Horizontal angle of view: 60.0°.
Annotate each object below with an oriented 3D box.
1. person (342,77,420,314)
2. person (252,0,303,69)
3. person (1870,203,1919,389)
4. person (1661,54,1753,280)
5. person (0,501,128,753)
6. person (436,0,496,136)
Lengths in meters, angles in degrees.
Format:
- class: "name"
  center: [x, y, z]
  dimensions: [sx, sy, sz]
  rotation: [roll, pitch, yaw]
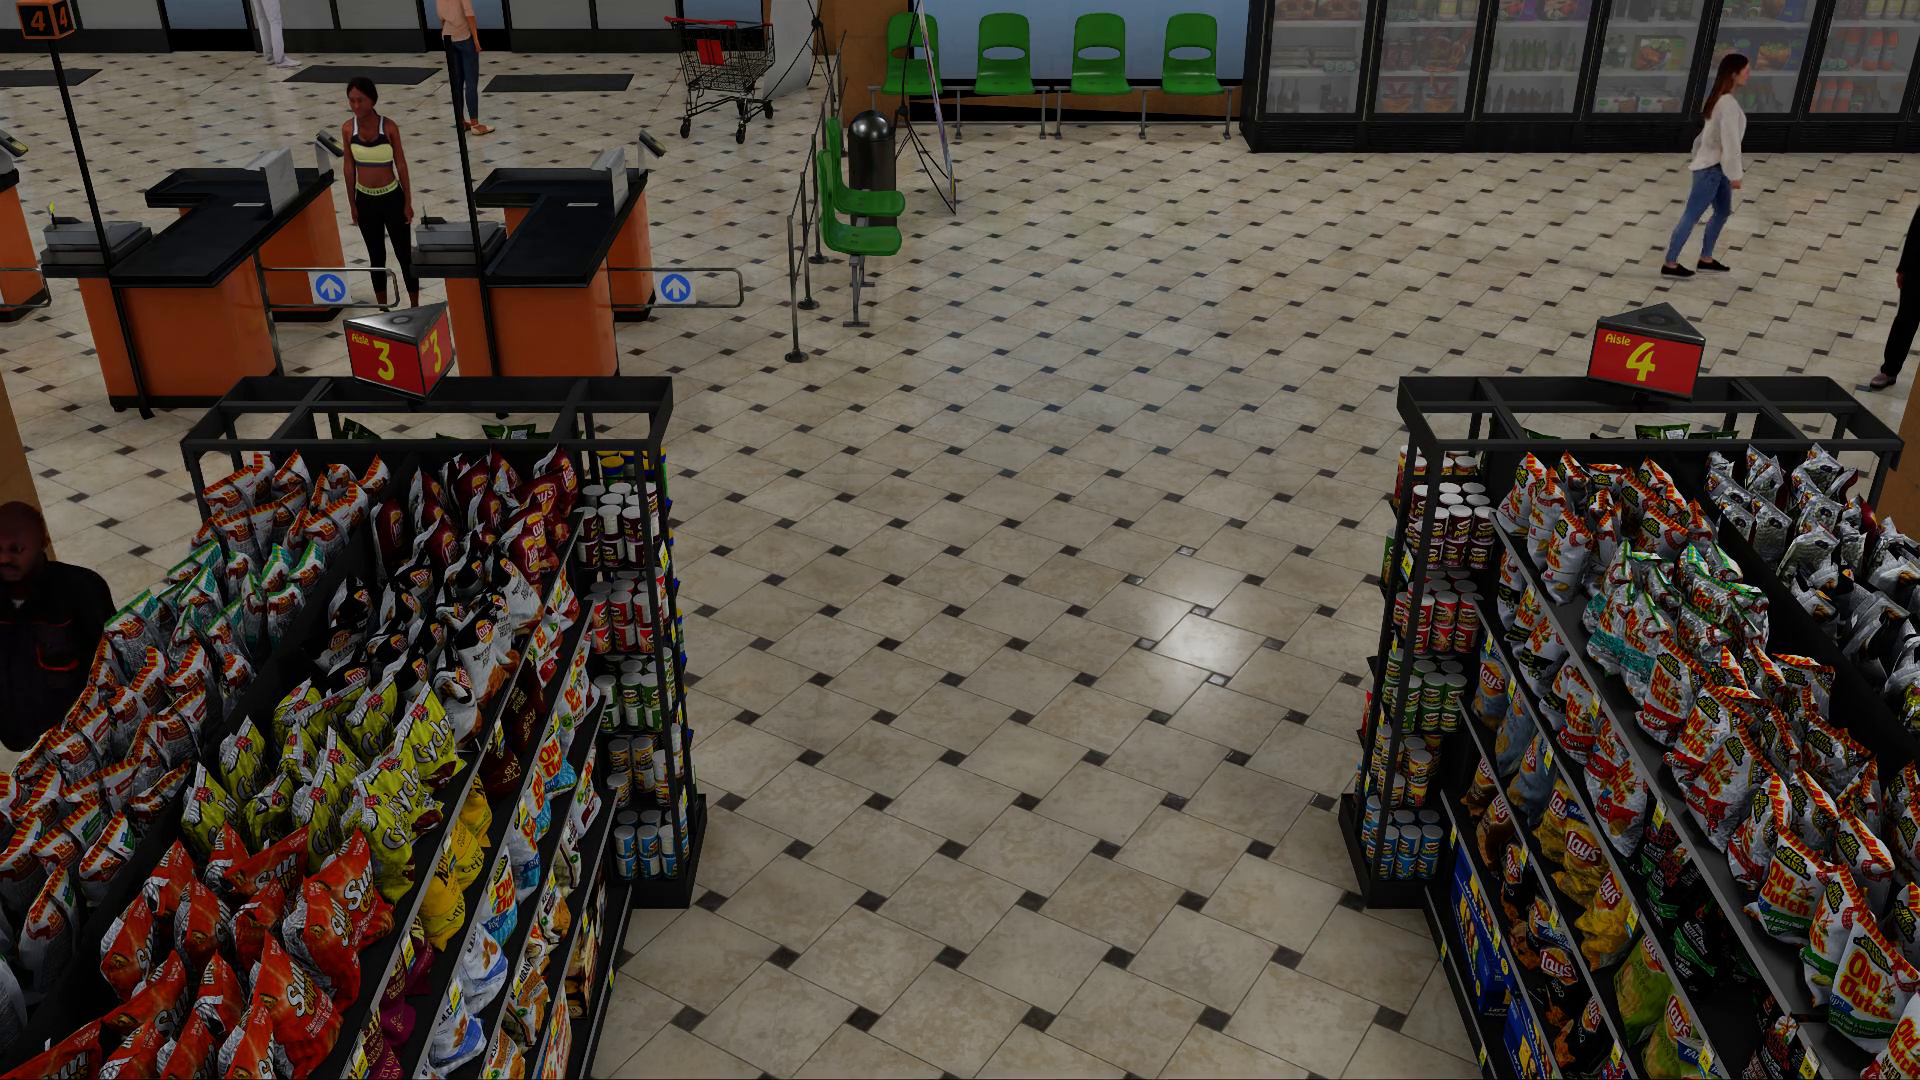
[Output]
- class: "person"
  center: [-3.970, -2.304, 11.439]
  dimensions: [0.582, 1.753, 0.526]
  rotation: [-3, 29, -5]
- class: "person"
  center: [-7.782, -6.242, 18.510]
  dimensions: [0.739, 1.888, 0.784]
  rotation: [22, 36, 35]
- class: "person"
  center: [6.165, -1.687, 10.451]
  dimensions: [0.759, 1.617, 0.800]
  rotation: [19, 34, 31]
- class: "person"
  center: [5.464, -2.728, 12.297]
  dimensions: [0.809, 1.675, 0.766]
  rotation: [10, 30, 17]
- class: "person"
  center: [-3.204, 0.610, 6.064]
  dimensions: [0.780, 1.789, 1.292]
  rotation: [3, 29, 5]
- class: "person"
  center: [-4.821, -4.824, 16.015]
  dimensions: [0.674, 1.792, 0.687]
  rotation: [17, 33, 28]
